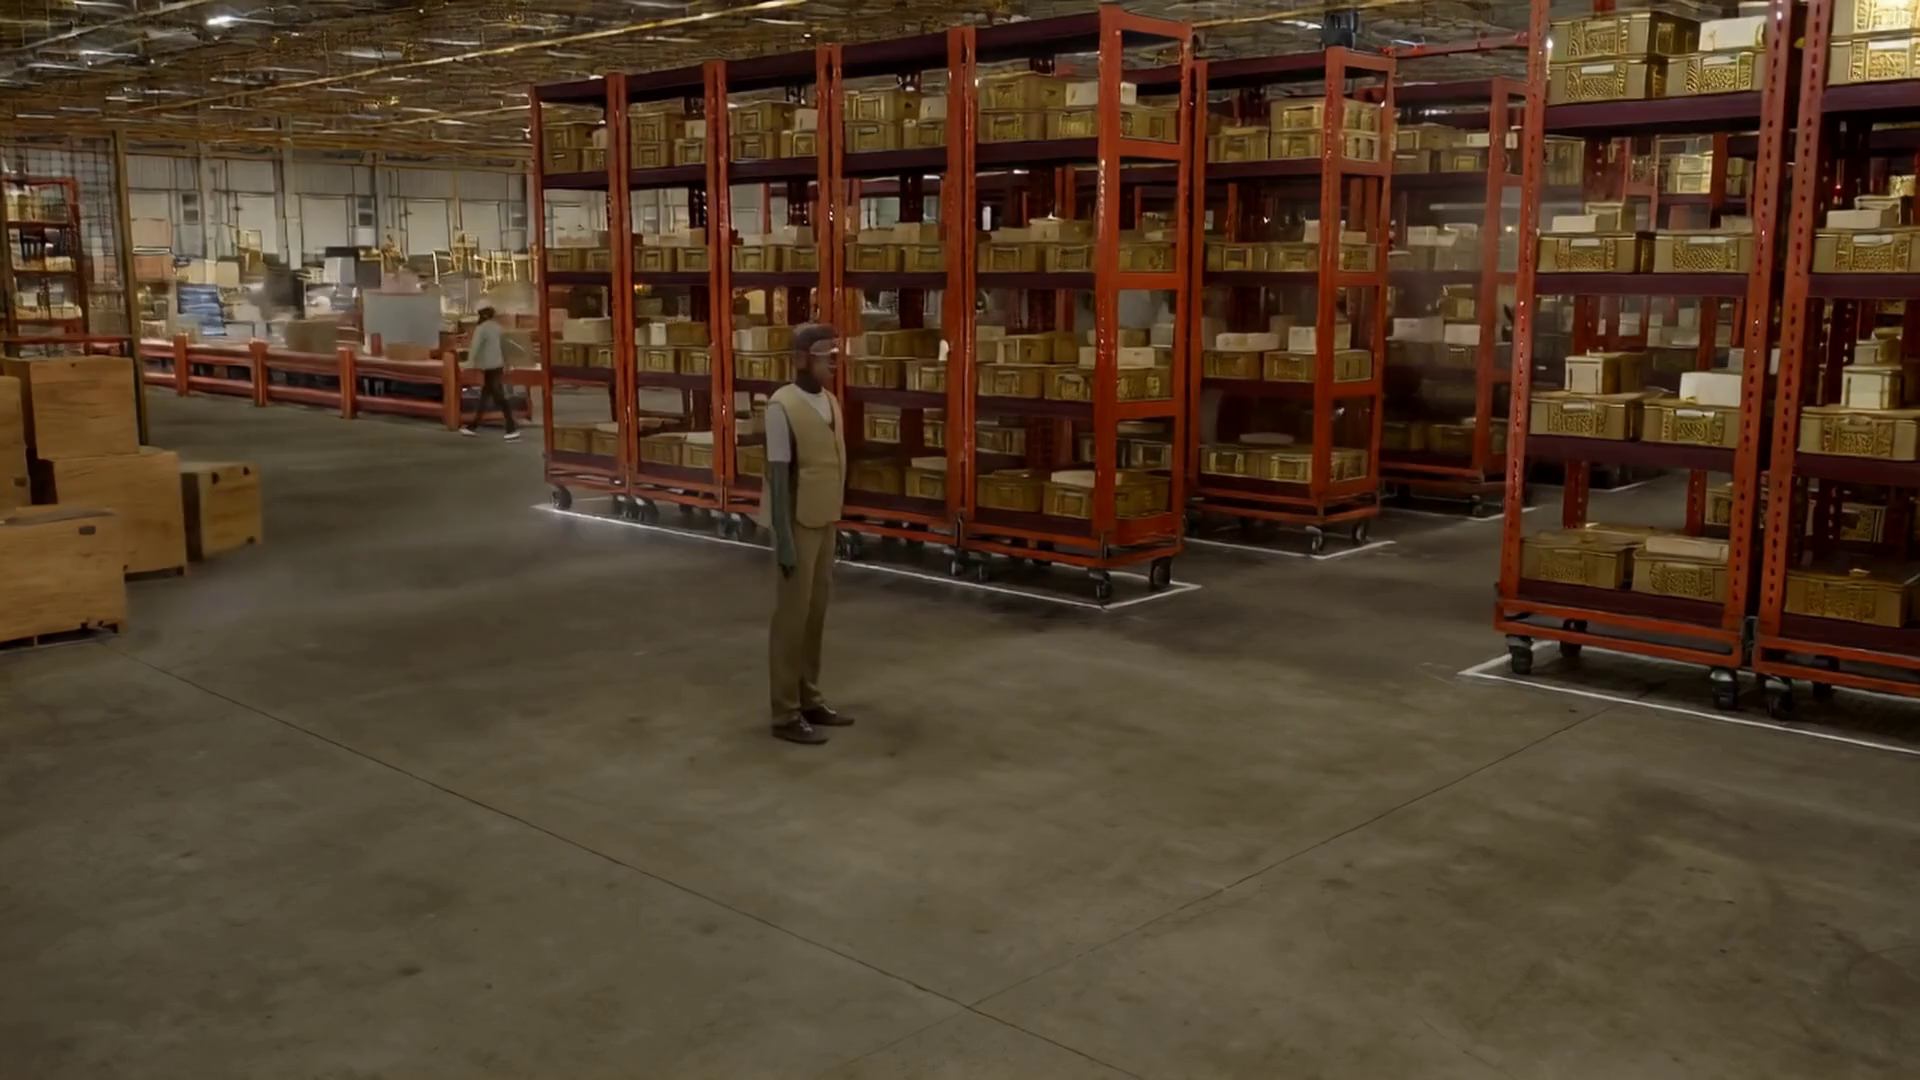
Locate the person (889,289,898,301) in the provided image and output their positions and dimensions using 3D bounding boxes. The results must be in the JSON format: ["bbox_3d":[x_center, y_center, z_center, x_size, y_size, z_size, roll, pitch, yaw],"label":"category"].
[{"bbox_3d":[-2.318,-8.312,58.314,0.327,1.769,0.525,3,10,20],"label":"person"}]

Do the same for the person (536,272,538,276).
[{"bbox_3d":[-25.072,-15.075,99.332,0.409,1.918,0.585,0,9,1],"label":"person"}]

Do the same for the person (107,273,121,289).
[{"bbox_3d":[-28.148,-7.925,55.452,1.046,1.940,0.631,1,9,6],"label":"person"}]

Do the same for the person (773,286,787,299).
[{"bbox_3d":[-5.053,-6.444,46.733,0.618,1.801,0.781,-8,12,-41],"label":"person"}]

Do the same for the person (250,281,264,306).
[{"bbox_3d":[-21.272,-6.971,50.279,0.516,1.685,0.831,4,10,25],"label":"person"}]

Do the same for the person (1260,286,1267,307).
[{"bbox_3d":[10.899,-8.859,60.828,0.615,2.039,0.391,2,9,12],"label":"person"}]

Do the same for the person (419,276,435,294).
[{"bbox_3d":[-12.886,-5.406,40.115,0.972,1.884,0.572,-5,10,-27],"label":"person"}]

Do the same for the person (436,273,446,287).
[{"bbox_3d":[-20.518,-9.629,66.005,0.571,1.884,0.971,-4,10,-21],"label":"person"}]

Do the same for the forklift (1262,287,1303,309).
[{"bbox_3d":[10.769,-8.203,54.240,1.129,2.768,1.873,8,12,42],"label":"forklift"}]

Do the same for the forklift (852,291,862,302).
[{"bbox_3d":[-4.155,-11.405,73.874,1.873,2.768,1.129,9,13,43],"label":"forklift"}]

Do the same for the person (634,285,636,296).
[{"bbox_3d":[-13.389,-9.885,67.695,0.669,1.858,0.509,-8,12,-39],"label":"person"}]

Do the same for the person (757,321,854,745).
[{"bbox_3d":[-0.689,-0.041,7.359,0.387,1.845,0.565,3,10,19],"label":"person"}]

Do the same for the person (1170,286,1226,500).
[{"bbox_3d":[2.078,-1.258,14.402,0.429,1.981,0.657,6,11,34],"label":"person"}]

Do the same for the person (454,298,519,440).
[{"bbox_3d":[-5.761,-2.062,20.154,0.925,1.713,0.541,1,9,9],"label":"person"}]

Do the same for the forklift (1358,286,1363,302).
[{"bbox_3d":[11.100,-7.017,46.970,1.873,2.768,1.129,9,13,43],"label":"forklift"}]

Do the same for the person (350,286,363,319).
[{"bbox_3d":[-14.296,-5.371,39.607,1.073,1.994,0.631,-3,10,-18],"label":"person"}]

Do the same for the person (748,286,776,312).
[{"bbox_3d":[-4.313,-4.796,36.498,0.629,1.839,1.004,1,9,6],"label":"person"}]
